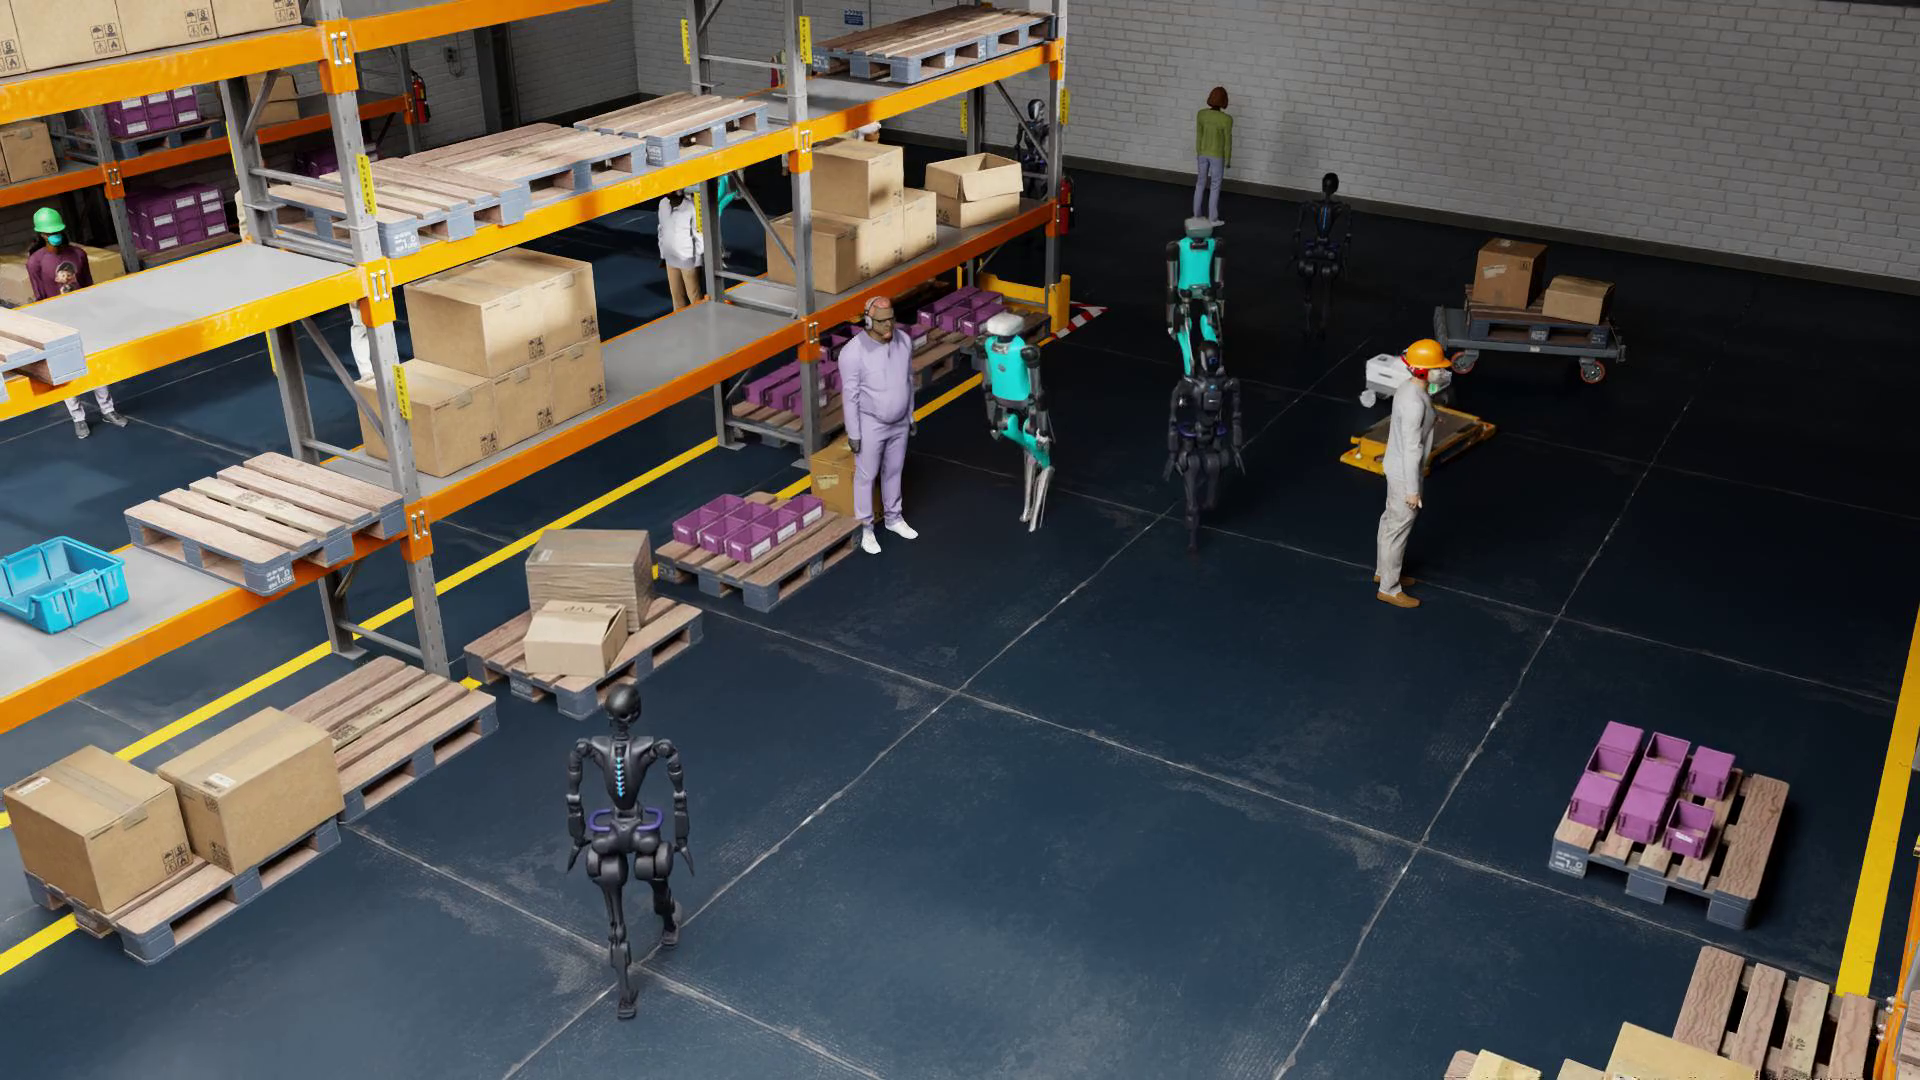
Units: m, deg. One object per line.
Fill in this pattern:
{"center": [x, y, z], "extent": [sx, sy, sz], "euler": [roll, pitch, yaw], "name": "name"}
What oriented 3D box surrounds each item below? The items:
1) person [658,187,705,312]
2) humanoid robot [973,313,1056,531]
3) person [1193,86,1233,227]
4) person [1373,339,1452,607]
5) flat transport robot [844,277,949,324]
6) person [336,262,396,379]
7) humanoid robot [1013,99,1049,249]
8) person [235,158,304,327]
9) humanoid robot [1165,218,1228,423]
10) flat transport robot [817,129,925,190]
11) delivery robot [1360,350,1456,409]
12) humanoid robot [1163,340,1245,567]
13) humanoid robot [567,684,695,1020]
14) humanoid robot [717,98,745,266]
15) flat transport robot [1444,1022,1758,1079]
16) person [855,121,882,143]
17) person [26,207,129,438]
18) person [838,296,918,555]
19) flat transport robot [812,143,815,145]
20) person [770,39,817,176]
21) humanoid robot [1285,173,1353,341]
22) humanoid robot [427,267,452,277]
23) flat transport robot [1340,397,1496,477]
{"center": [-2.665, -2.676, 15.840], "extent": [0.561, 1.742, 0.335], "euler": [18, 32, 31], "name": "person"}
{"center": [0.510, -0.899, 12.373], "extent": [0.545, 1.778, 0.836], "euler": [17, 31, 30], "name": "humanoid robot"}
{"center": [2.976, -4.514, 19.593], "extent": [0.494, 1.626, 0.283], "euler": [22, 34, 36], "name": "person"}
{"center": [3.057, -0.465, 11.321], "extent": [0.357, 1.896, 0.562], "euler": [4, 27, 9], "name": "person"}
{"center": [-0.771, -2.517, 17.158], "extent": [0.659, 0.231, 1.431], "euler": [16, 31, 29], "name": "flat transport robot"}
{"center": [-5.289, -2.292, 14.871], "extent": [0.379, 1.940, 0.627], "euler": [10, 29, 20], "name": "person"}
{"center": [0.842, -4.147, 18.815], "extent": [0.589, 1.655, 0.326], "euler": [20, 33, 33], "name": "humanoid robot"}
{"center": [-6.734, -2.904, 16.300], "extent": [0.576, 1.738, 0.383], "euler": [-6, 27, -11], "name": "person"}
{"center": [2.062, -1.802, 14.169], "extent": [0.545, 1.778, 0.999], "euler": [-4, 27, -9], "name": "humanoid robot"}
{"center": [-1.158, -4.139, 20.353], "extent": [1.431, 0.231, 0.659], "euler": [1, 27, 2], "name": "flat transport robot"}
{"center": [3.932, -1.361, 14.581], "extent": [0.812, 0.609, 0.499], "euler": [23, 35, 38], "name": "delivery robot"}
{"center": [1.732, -0.680, 11.996], "extent": [0.601, 1.635, 0.643], "euler": [-6, 27, -11], "name": "humanoid robot"}
{"center": [-1.575, 1.410, 7.906], "extent": [0.611, 1.621, 0.756], "euler": [-2, 27, -3], "name": "humanoid robot"}
{"center": [-2.690, -3.893, 18.262], "extent": [0.863, 1.781, 0.604], "euler": [-18, 32, -32], "name": "humanoid robot"}
{"center": [2.338, 2.854, 6.574], "extent": [0.659, 0.231, 1.431], "euler": [16, 31, 28], "name": "flat transport robot"}
{"center": [-1.129, -3.591, 17.572], "extent": [0.632, 1.817, 0.542], "euler": [2, 27, 4], "name": "person"}
{"center": [-7.465, -1.843, 13.973], "extent": [0.420, 1.950, 0.498], "euler": [21, 34, 35], "name": "person"}
{"center": [-0.559, -0.846, 12.057], "extent": [0.642, 1.908, 0.414], "euler": [-23, 35, -37], "name": "person"}
{"center": [-1.402, -5.103, 22.253], "extent": [0.659, 0.231, 1.431], "euler": [-18, 32, -31], "name": "flat transport robot"}
{"center": [-2.142, -5.676, 21.646], "extent": [0.629, 1.843, 0.429], "euler": [-4, 27, -8], "name": "person"}
{"center": [3.431, -2.690, 15.959], "extent": [0.597, 1.642, 0.536], "euler": [6, 27, 11], "name": "humanoid robot"}
{"center": [-5.207, -3.022, 16.607], "extent": [0.622, 1.626, 0.476], "euler": [-5, 27, -9], "name": "humanoid robot"}
{"center": [3.833, -0.840, 13.853], "extent": [0.659, 0.231, 1.431], "euler": [23, 35, 38], "name": "flat transport robot"}
